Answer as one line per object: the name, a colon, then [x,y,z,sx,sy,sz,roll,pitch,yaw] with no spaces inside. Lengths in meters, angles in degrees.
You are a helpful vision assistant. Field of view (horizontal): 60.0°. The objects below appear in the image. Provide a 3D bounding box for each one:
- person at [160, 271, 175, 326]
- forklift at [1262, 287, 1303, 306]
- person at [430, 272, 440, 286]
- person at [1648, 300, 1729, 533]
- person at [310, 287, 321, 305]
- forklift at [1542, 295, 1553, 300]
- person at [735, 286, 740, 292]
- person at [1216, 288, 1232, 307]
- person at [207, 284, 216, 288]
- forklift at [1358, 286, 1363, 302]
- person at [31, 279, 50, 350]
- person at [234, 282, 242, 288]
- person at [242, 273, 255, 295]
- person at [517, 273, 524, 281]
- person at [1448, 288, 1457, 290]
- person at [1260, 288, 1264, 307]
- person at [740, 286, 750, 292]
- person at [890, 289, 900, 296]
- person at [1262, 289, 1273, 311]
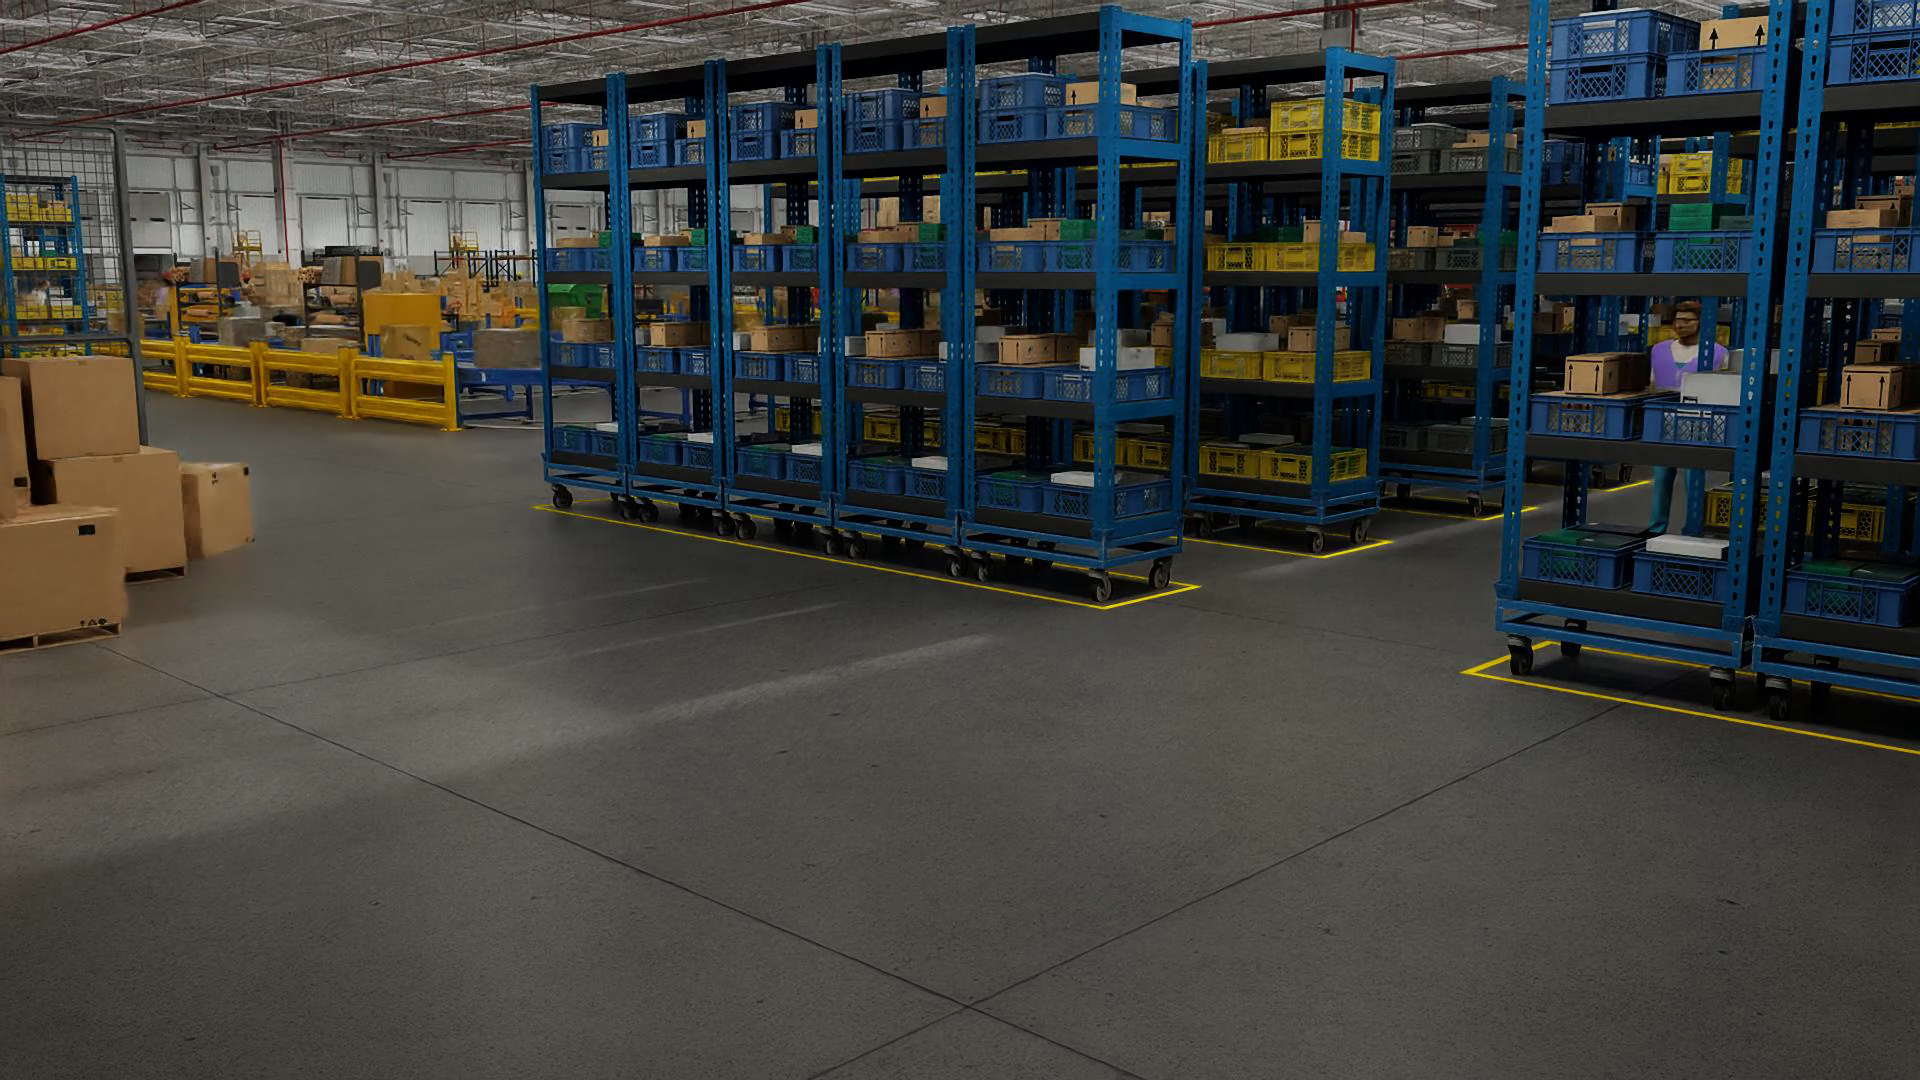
person: [-17.458,-4.943,36.871,0.427,2.022,0.621,-9,13,-43]
forklift: [10.769,-8.203,54.240,1.129,2.768,1.873,8,12,42]
person: [-25.444,-12.057,80.821,0.694,1.914,0.459,0,9,3]
person: [5.190,-0.786,11.920,0.390,1.848,0.563,-9,13,-43]
person: [-22.350,-8.301,57.821,0.431,1.917,0.600,-9,13,-42]
forklift: [16.427,-6.843,45.901,1.873,2.768,1.129,9,13,42]
person: [-10.739,-11.806,79.221,0.629,1.937,0.376,-5,10,-27]
person: [5.922,-4.941,37.742,0.520,1.736,0.789,5,11,29]
person: [-40.404,-13.533,89.837,0.594,1.924,0.383,5,10,28]
forklift: [11.100,-7.017,46.970,1.873,2.768,1.129,9,13,43]
person: [-19.433,-4.636,35.463,0.903,1.858,0.677,-2,10,-13]
person: [-24.516,-8.031,56.598,0.522,1.768,0.312,0,9,2]
person: [-23.653,-7.899,55.259,0.543,1.939,0.355,4,10,24]
person: [-22.851,-12.979,86.602,0.979,1.882,0.603,-8,12,-42]
person: [18.663,-9.040,63.186,0.500,1.633,0.280,-6,11,-32]
person: [9.943,-7.880,55.686,0.533,1.755,0.521,5,11,30]
person: [-8.221,-9.201,63.240,0.551,1.936,0.356,9,13,44]
person: [-2.254,-8.397,58.498,1.000,1.886,0.563,9,13,43]
person: [9.284,-6.920,49.773,0.949,1.780,0.607,6,11,34]
